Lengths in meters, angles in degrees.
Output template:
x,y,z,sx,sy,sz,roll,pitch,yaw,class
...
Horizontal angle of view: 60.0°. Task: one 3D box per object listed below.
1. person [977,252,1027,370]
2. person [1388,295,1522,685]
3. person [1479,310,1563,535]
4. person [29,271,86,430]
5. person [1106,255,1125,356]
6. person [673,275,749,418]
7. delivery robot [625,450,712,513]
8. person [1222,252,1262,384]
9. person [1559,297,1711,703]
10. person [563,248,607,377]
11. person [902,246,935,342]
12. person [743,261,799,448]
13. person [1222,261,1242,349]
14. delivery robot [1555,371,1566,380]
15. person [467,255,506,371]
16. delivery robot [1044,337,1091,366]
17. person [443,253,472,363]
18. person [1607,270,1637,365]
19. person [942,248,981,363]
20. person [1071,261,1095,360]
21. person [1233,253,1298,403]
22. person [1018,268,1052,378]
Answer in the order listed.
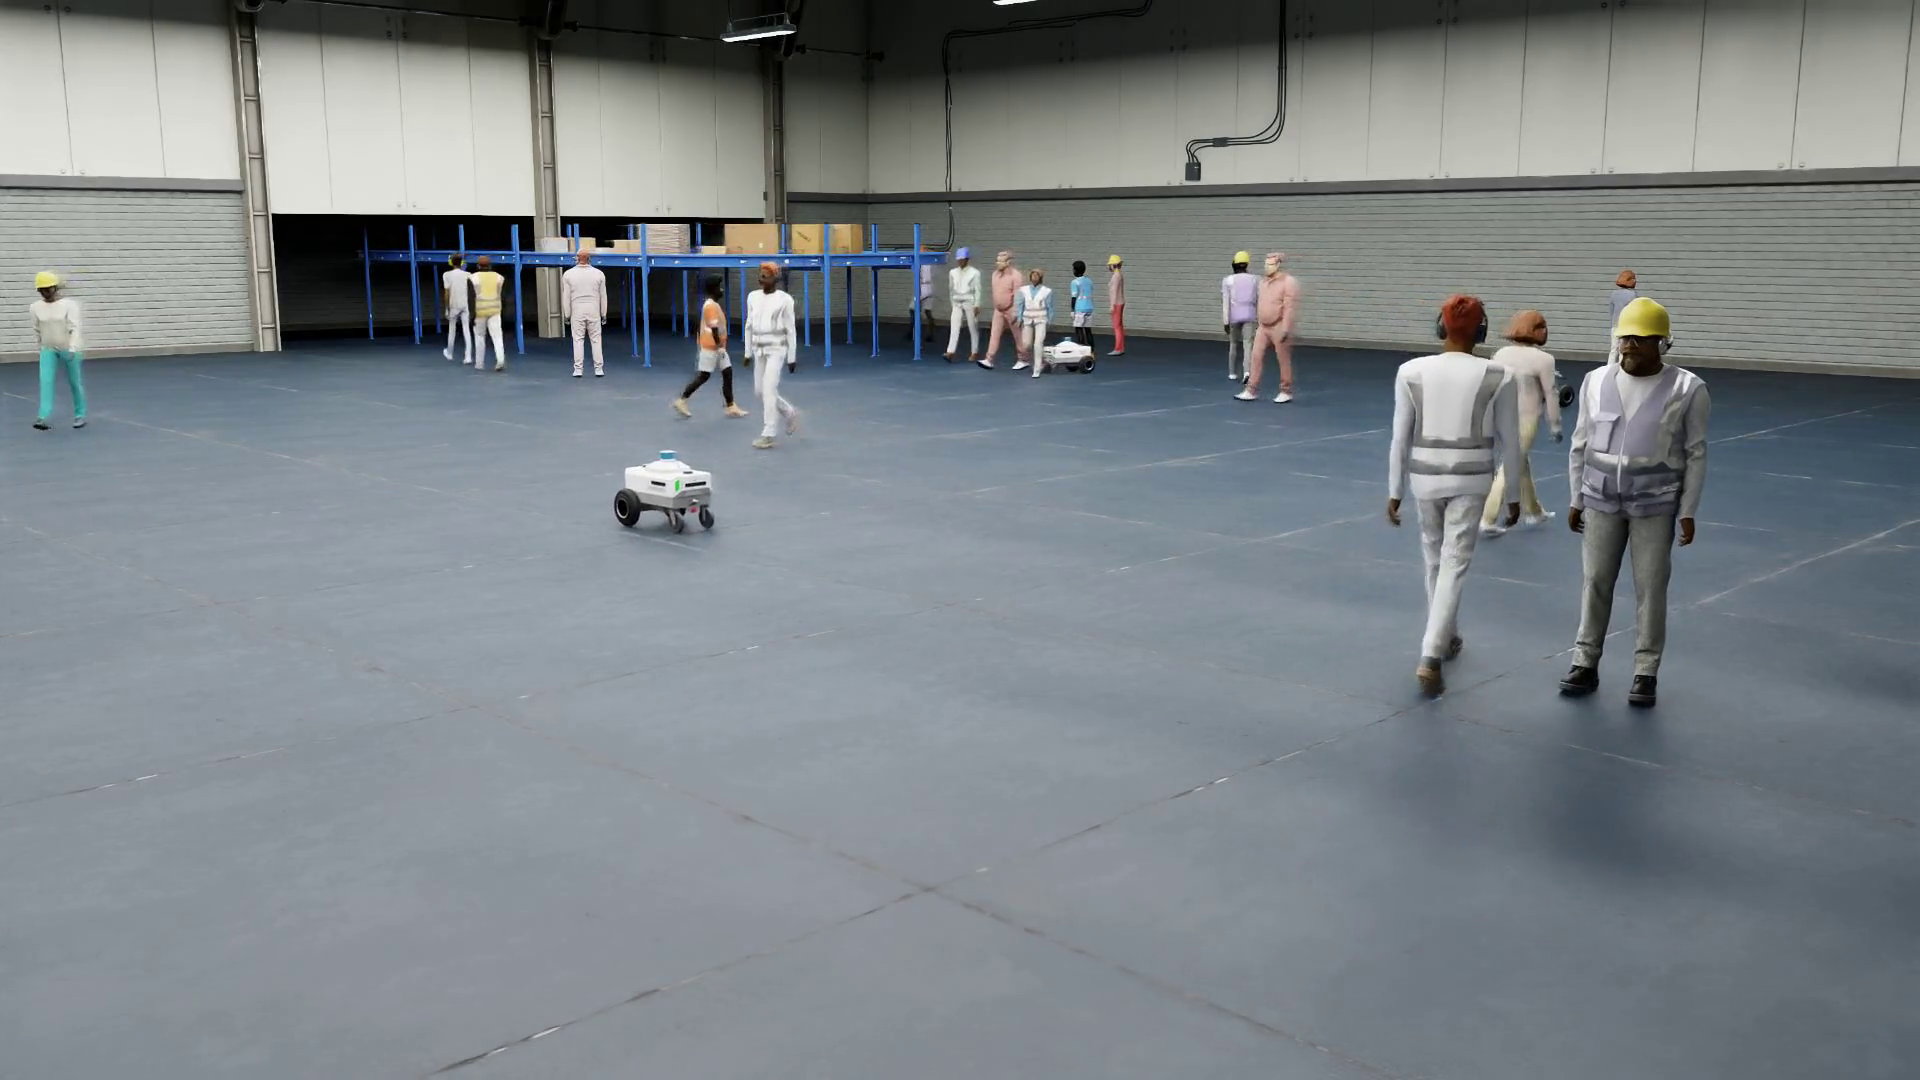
x,y,z,sx,sy,sz,roll,pitch,yaw,class
0.694,-3.565,25.992,0.652,1.838,1.056,9,14,40,person
2.367,-0.252,7.985,0.594,1.842,0.994,6,12,29,person
4.016,-0.836,11.818,0.879,1.577,0.515,-6,12,-31,person
-9.821,-2.046,18.080,0.530,1.713,0.920,-2,10,-8,person
2.750,-4.152,29.417,0.317,1.767,0.532,3,11,15,person
-2.930,-2.245,19.299,0.823,1.666,0.530,0,10,1,person
-2.137,-0.412,12.173,0.477,0.478,0.707,-9,14,-44,delivery robot
4.083,-3.224,24.063,0.590,1.883,0.988,1,10,6,person
3.060,-0.181,7.577,0.592,1.834,0.404,8,13,38,person
-5.615,-3.399,24.919,0.652,1.909,0.409,-4,11,-19,person
-0.825,-4.924,33.257,0.836,1.905,0.572,9,14,42,person
-1.874,-1.891,16.839,0.580,1.857,0.744,8,13,35,person
5.150,-4.385,30.940,0.536,1.678,0.661,0,10,0,person
7.221,-2.104,20.705,0.698,0.223,0.335,-4,11,-23,delivery robot
-7.400,-3.553,26.074,0.633,1.804,0.954,-7,12,-33,person
1.663,-2.889,25.695,0.707,0.478,0.477,-5,12,-27,delivery robot
-8.382,-3.873,27.761,0.524,1.813,1.000,-6,12,-30,person
9.130,-2.889,22.891,0.285,1.633,0.499,-3,11,-18,person
0.061,-3.898,27.673,0.627,1.887,1.012,5,12,25,person
2.052,-3.866,28.101,0.335,1.688,0.543,9,14,39,person
3.875,-2.645,20.899,0.899,1.870,0.663,-8,13,-38,person
1.145,-3.259,24.933,0.528,1.621,0.545,4,11,21,person
